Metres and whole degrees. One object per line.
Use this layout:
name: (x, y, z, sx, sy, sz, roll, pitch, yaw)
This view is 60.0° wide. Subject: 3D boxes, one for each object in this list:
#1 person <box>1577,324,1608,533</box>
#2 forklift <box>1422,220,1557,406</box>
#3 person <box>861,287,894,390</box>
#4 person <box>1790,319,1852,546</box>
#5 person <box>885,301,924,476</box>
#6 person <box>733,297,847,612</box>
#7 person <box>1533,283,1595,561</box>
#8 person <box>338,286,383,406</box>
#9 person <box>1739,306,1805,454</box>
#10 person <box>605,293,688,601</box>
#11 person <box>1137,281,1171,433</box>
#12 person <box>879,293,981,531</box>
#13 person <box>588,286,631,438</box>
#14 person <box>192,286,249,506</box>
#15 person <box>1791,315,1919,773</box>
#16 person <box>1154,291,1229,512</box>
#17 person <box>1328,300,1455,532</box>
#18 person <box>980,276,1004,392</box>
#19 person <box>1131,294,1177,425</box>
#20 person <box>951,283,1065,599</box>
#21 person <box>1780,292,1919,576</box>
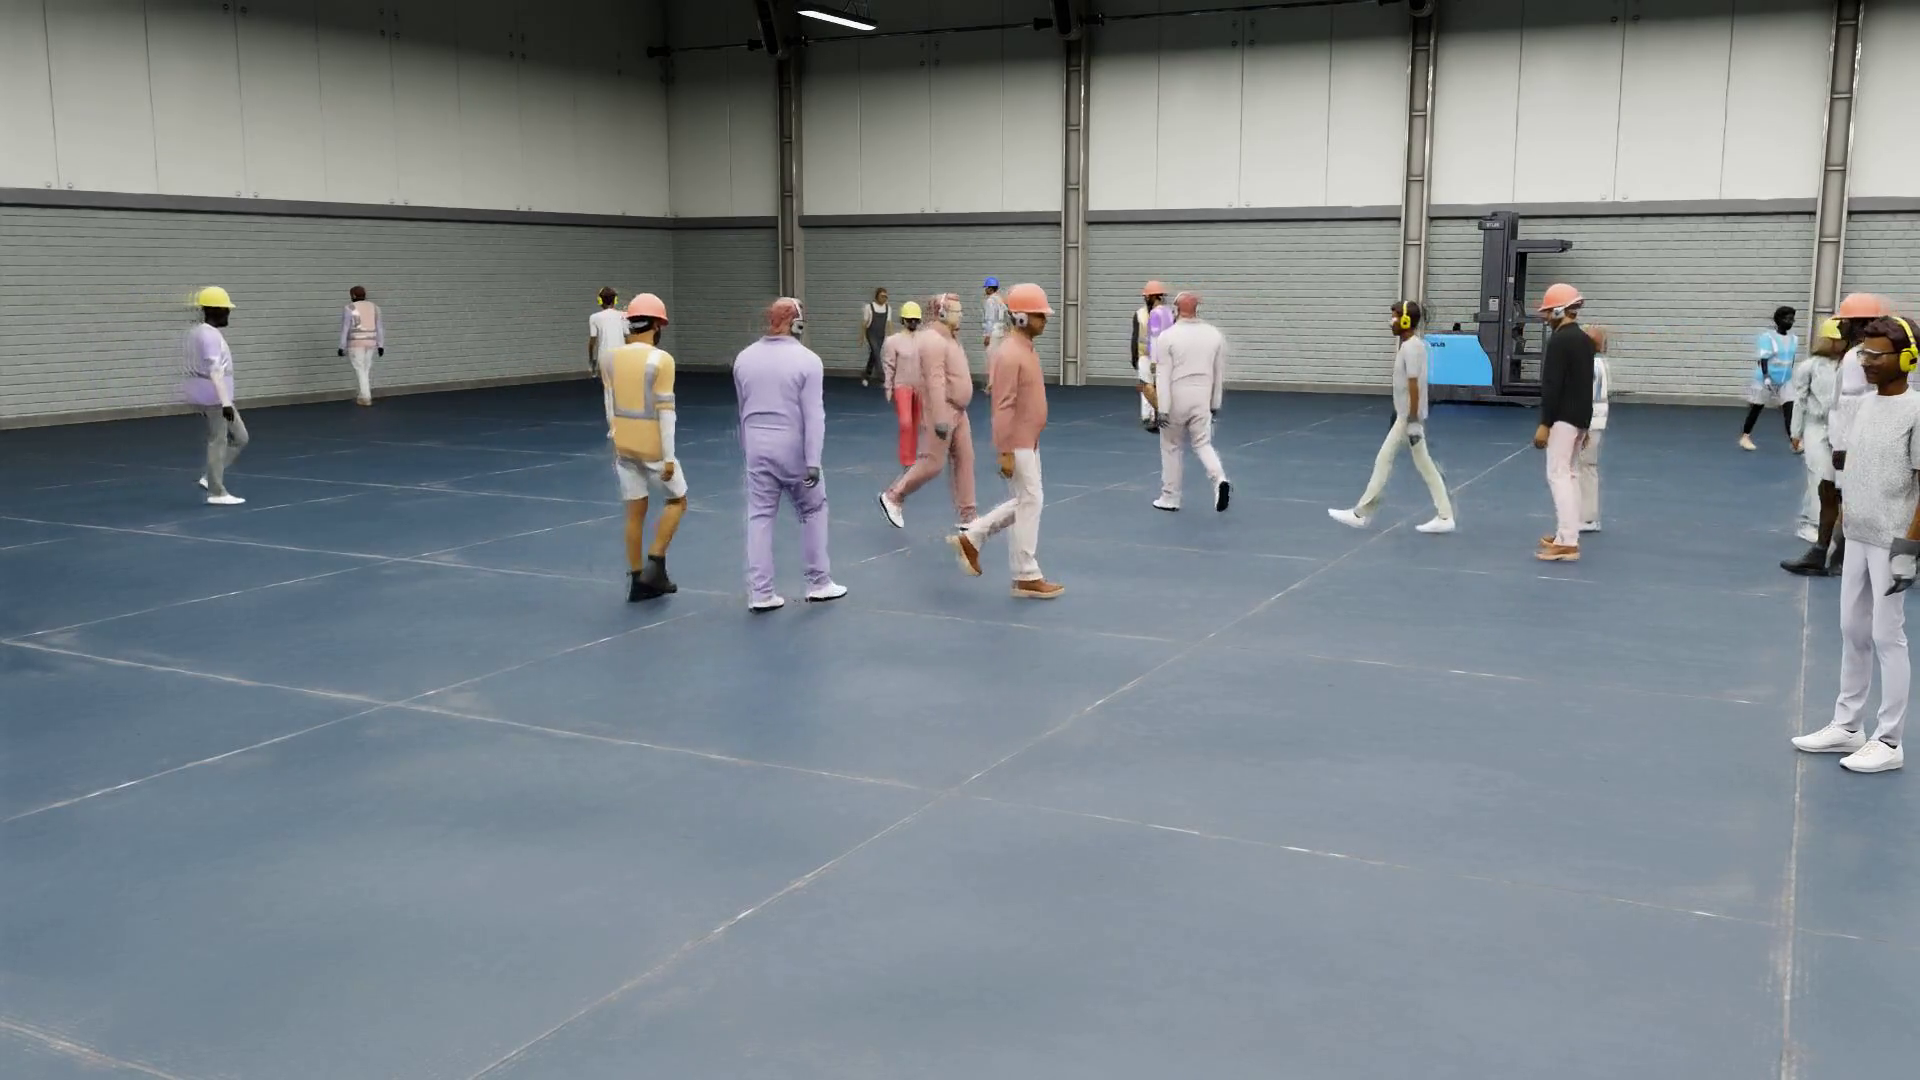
person: (4.850, -0.874, 13.051, 0.432, 1.623, 0.538, 4, 10, 24)
forklift: (8.245, -3.527, 25.720, 1.873, 2.768, 1.129, 5, 10, 27)
person: (-1.482, -3.533, 29.094, 0.523, 1.771, 1.033, -6, 11, -33)
person: (6.473, -0.792, 12.325, 0.506, 1.696, 0.890, 0, 9, 0)
person: (-0.447, -1.486, 16.523, 0.533, 1.739, 0.741, -4, 10, -21)
person: (-1.037, -0.528, 10.161, 0.664, 1.878, 0.787, 4, 10, 24)
person: (4.376, -0.867, 12.027, 0.466, 1.974, 0.645, 8, 12, 40)
person: (-9.216, -2.965, 25.447, 0.620, 1.827, 0.656, 6, 11, 32)
person: (9.188, -1.803, 18.733, 0.545, 1.649, 0.888, -2, 9, -13)
person: (-1.950, -0.579, 10.408, 0.539, 1.908, 0.411, 5, 10, 29)
person: (2.481, -2.319, 21.097, 0.428, 1.917, 0.574, 4, 10, 24)
person: (-0.171, -0.996, 13.068, 0.862, 1.881, 0.647, 3, 10, 18)
person: (-4.301, -2.180, 20.470, 0.559, 1.842, 0.513, -4, 10, -22)
person: (-6.444, -1.249, 14.505, 0.421, 1.908, 0.598, -3, 10, -19)
person: (3.777, 0.011, 6.882, 0.328, 1.870, 0.510, -1, 9, -7)
person: (1.966, -1.161, 14.081, 0.651, 1.882, 0.813, -4, 10, -23)
person: (3.465, -0.969, 13.089, 0.999, 1.812, 0.553, 4, 10, 23)
person: (0.556, -3.485, 28.197, 0.388, 1.947, 0.614, 3, 10, 19)
person: (2.601, -2.419, 22.054, 0.648, 1.798, 0.919, 0, 9, 3)
person: (0.310, -0.629, 10.501, 0.673, 1.970, 0.629, 2, 9, 13)
person: (5.987, -0.677, 11.005, 0.845, 1.910, 0.551, 7, 12, 38)
